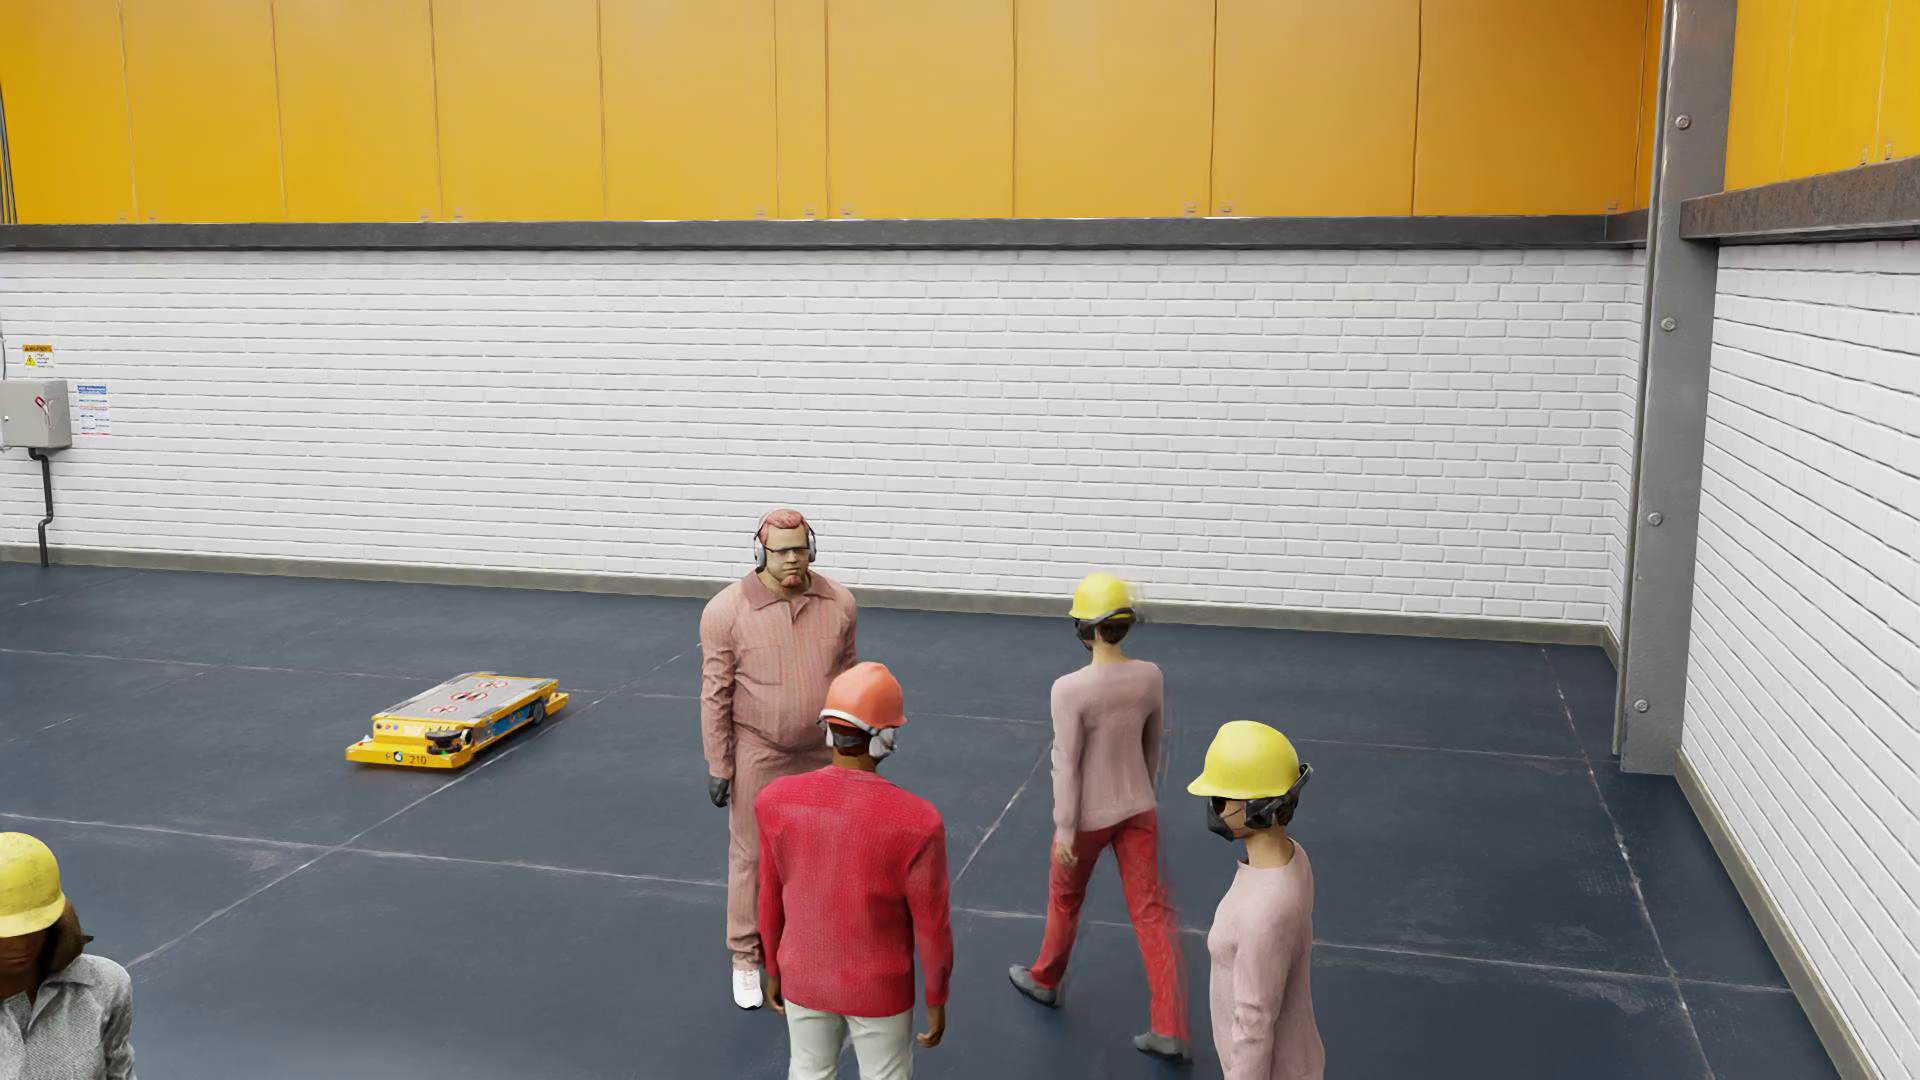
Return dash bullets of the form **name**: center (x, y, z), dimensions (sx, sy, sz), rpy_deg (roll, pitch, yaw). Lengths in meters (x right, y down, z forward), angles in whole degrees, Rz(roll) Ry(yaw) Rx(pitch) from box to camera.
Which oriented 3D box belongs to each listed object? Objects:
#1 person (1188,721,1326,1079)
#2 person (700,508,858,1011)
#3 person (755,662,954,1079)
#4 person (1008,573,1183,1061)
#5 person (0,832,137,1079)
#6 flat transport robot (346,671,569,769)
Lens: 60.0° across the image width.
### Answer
- **person**: center (0.701, 1.292, 3.996), dimensions (0.340, 1.760, 0.525), rpy_deg (3, 10, 15)
- **person**: center (-0.654, 0.820, 6.341), dimensions (0.652, 1.906, 0.403), rpy_deg (-5, 11, -27)
- **person**: center (-0.286, 1.195, 4.620), dimensions (0.577, 1.738, 0.354), rpy_deg (3, 10, 19)
- **person**: center (0.530, 0.969, 6.025), dimensions (0.545, 1.715, 0.924), rpy_deg (-6, 11, -32)
- **person**: center (-1.843, 1.415, 3.321), dimensions (0.325, 1.740, 0.493), rpy_deg (7, 12, 36)
- **flat transport robot**: center (-2.938, 1.039, 9.854), dimensions (0.652, 0.197, 1.431), rpy_deg (2, 10, 13)
